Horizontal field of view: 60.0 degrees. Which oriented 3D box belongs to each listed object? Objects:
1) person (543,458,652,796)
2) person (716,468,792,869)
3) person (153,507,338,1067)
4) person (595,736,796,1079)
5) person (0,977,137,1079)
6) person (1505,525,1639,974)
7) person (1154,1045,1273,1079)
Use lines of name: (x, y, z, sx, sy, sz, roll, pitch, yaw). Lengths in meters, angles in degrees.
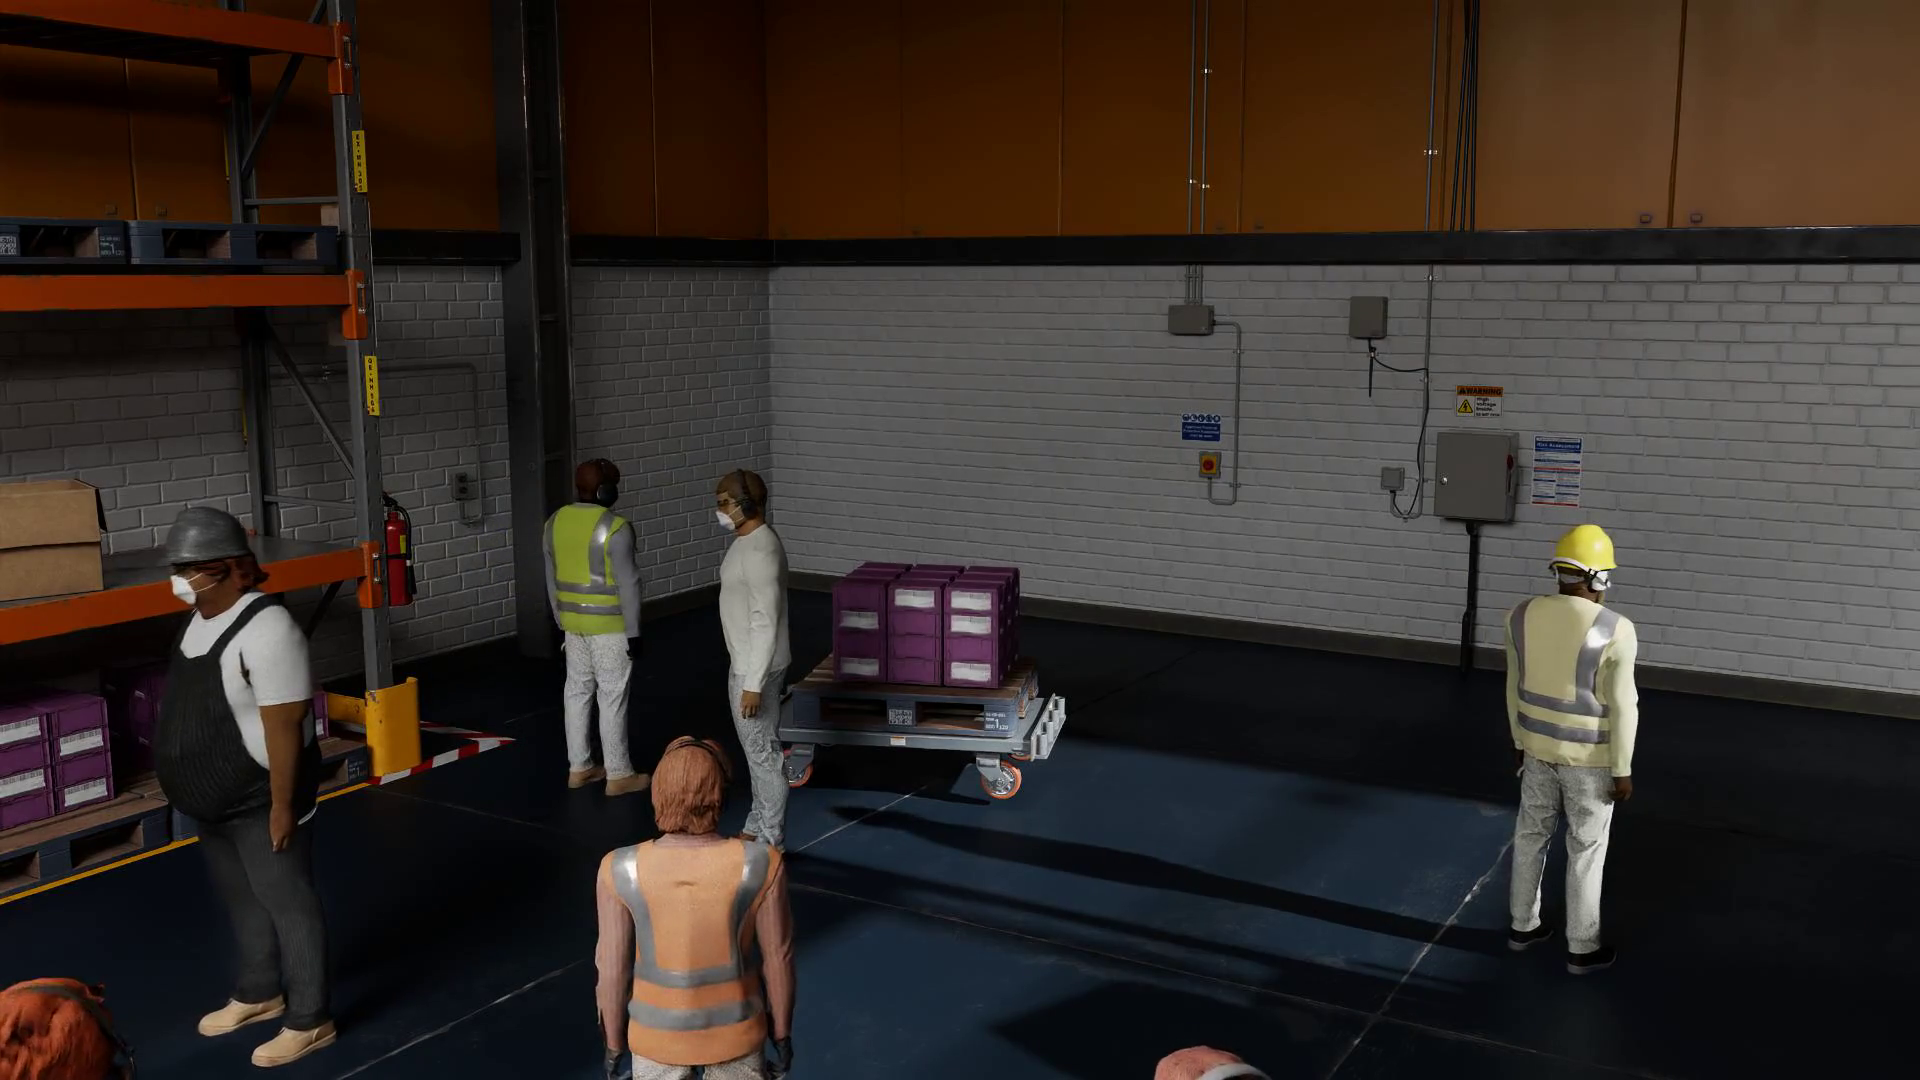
person: (-1.969, 0.470, 9.111, 0.633, 1.841, 0.429, 6, 11, 33)
person: (-0.986, 0.619, 7.886, 0.373, 1.937, 0.629, -2, 9, -12)
person: (-2.610, 0.868, 6.005, 0.688, 2.000, 0.539, 8, 12, 41)
person: (-0.689, 1.328, 4.381, 0.517, 1.639, 0.313, -1, 9, -6)
person: (-1.230, 1.529, 2.367, 0.572, 1.884, 0.356, -3, 9, -16)
person: (2.512, 0.844, 6.829, 0.404, 1.825, 0.592, -6, 11, -34)
person: (0.333, 1.564, 2.115, 0.649, 1.901, 0.399, -4, 10, -23)
